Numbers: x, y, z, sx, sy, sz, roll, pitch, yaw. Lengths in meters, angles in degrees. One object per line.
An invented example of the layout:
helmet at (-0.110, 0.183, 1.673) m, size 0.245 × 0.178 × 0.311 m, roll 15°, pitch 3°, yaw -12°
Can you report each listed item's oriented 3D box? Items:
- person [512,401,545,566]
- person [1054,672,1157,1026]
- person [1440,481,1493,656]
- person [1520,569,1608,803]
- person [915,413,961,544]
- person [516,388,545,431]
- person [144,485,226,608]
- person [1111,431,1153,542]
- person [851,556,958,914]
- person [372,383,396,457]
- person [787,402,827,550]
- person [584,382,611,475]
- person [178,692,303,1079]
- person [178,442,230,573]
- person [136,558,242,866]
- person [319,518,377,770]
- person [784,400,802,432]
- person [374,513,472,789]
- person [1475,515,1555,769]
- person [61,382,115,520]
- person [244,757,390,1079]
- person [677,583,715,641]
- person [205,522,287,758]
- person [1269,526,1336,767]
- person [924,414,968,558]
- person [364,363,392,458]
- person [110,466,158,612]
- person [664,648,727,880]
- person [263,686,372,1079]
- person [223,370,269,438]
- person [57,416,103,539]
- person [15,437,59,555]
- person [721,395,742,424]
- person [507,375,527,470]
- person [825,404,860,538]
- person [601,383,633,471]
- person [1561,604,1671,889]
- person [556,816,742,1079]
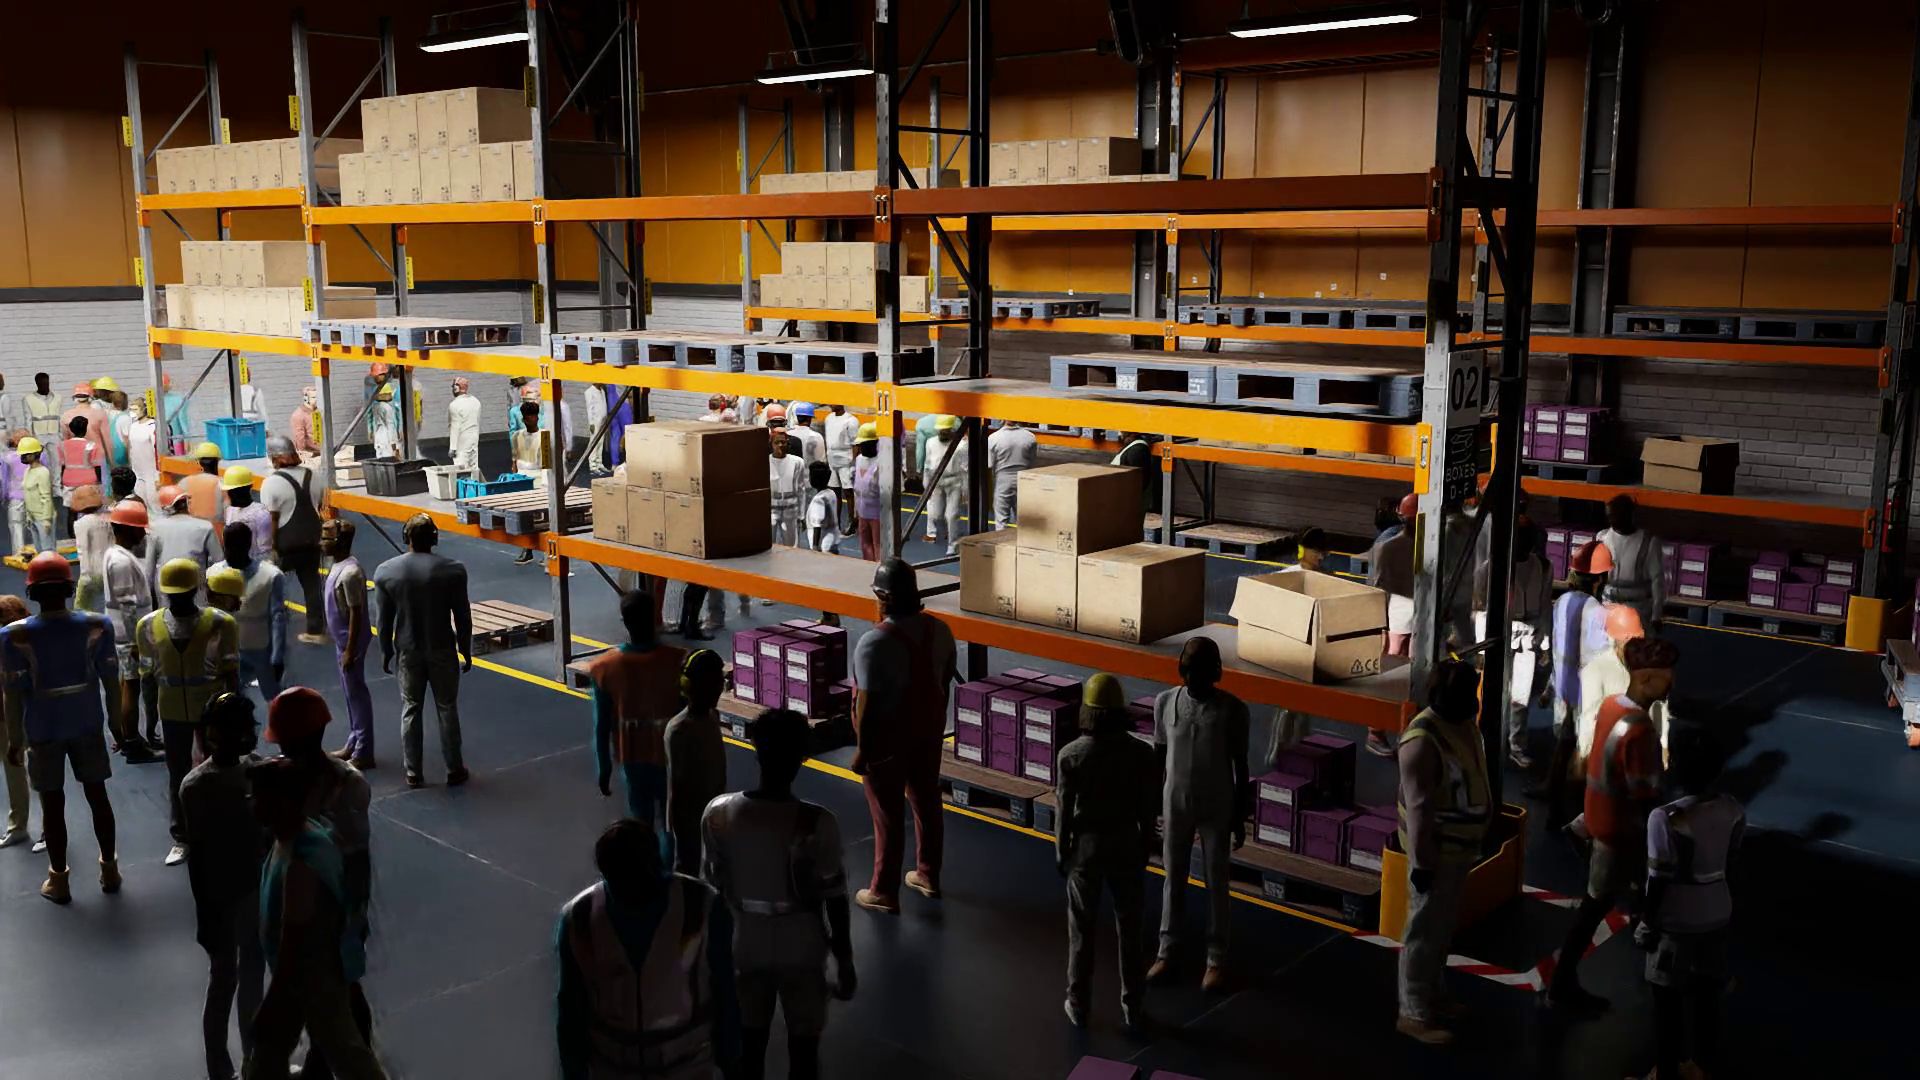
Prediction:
person at (-5.040, -0.668, 19.687) m, size 0.603 × 1.963 × 0.368 m, roll 3°, pitch 10°, yaw 16°
person at (0.704, 1.498, 8.093) m, size 0.496 × 1.734 × 0.340 m, roll 0°, pitch 10°, yaw -2°
person at (4.617, 0.301, 14.920) m, size 0.711 × 1.714 × 0.572 m, roll -4°, pitch 11°, yaw -19°
person at (4.173, 0.997, 10.955) m, size 0.907 × 1.723 × 0.524 m, roll 9°, pitch 13°, yaw 41°
person at (-0.274, -0.916, 21.155) m, size 0.627 × 1.941 × 0.371 m, roll -4°, pitch 11°, yaw -20°
person at (-5.681, -1.091, 22.266) m, size 0.644 × 1.901 × 0.401 m, roll 3°, pitch 11°, yaw 18°
person at (-6.707, 0.384, 14.429) m, size 0.692 × 1.727 × 0.471 m, roll -1°, pitch 10°, yaw -5°
person at (1.825, -0.425, 18.093) m, size 0.535 × 2.000 × 0.684 m, roll 1°, pitch 10°, yaw 5°
person at (-0.378, 1.094, 9.508) m, size 0.672 × 2.000 × 0.536 m, roll -9°, pitch 13°, yaw -41°
person at (-8.603, -1.490, 24.955) m, size 0.484 × 1.745 × 0.298 m, roll 9°, pitch 14°, yaw 42°
person at (-1.836, -0.666, 19.726) m, size 0.604 × 1.946 × 0.397 m, roll 5°, pitch 11°, yaw 25°
person at (-6.005, -1.964, 27.634) m, size 0.337 × 1.742 × 0.562 m, roll 2°, pitch 10°, yaw 13°
person at (-3.185, 1.570, 7.333) m, size 0.326 × 1.863 × 0.509 m, roll 2°, pitch 10°, yaw 13°
person at (-7.356, -0.030, 16.381) m, size 0.590 × 1.861 × 1.030 m, roll -1°, pitch 10°, yaw -4°
person at (-4.684, 1.045, 10.147) m, size 0.583 × 1.918 × 0.407 m, roll -2°, pitch 10°, yaw -9°
person at (-4.425, 0.750, 12.000) m, size 0.344 × 1.847 × 0.504 m, roll -5°, pitch 11°, yaw -26°
person at (-2.391, -1.396, 23.895) m, size 0.362 × 1.930 × 0.587 m, roll -2°, pitch 10°, yaw -13°
person at (-3.724, 0.773, 11.608) m, size 0.636 × 1.938 × 0.355 m, roll -2°, pitch 10°, yaw -10°
person at (3.982, 0.742, 11.985) m, size 0.580 × 1.876 × 0.373 m, roll -2°, pitch 10°, yaw -9°
person at (-11.523, -1.091, 22.006) m, size 0.618 × 1.993 × 0.403 m, roll -1°, pitch 10°, yaw -7°
person at (-2.621, 1.741, 6.568) m, size 0.952 × 1.789 × 0.571 m, roll -6°, pitch 12°, yaw -32°
person at (-2.496, 0.034, 15.945) m, size 0.436 × 1.883 × 0.723 m, roll -3°, pitch 10°, yaw -16°
person at (-5.061, 0.781, 11.815) m, size 0.617 × 1.853 × 1.012 m, roll 1°, pitch 10°, yaw 8°
person at (2.495, 0.807, 11.708) m, size 0.547 × 1.827 × 0.834 m, roll -6°, pitch 12°, yaw -32°
person at (-0.143, -0.643, 19.962) m, size 0.619 × 1.811 × 0.540 m, roll 5°, pitch 11°, yaw 25°
person at (-10.121, -2.320, 29.244) m, size 0.658 × 1.879 × 0.772 m, roll -6°, pitch 12°, yaw -30°
person at (-7.918, 0.133, 15.942) m, size 0.322 × 1.690 × 0.532 m, roll -2°, pitch 10°, yaw -8°
person at (-1.252, 1.436, 8.074) m, size 0.325 × 1.865 × 0.516 m, roll 2°, pitch 10°, yaw 14°
person at (-2.788, 1.562, 7.188) m, size 0.543 × 1.929 × 0.386 m, roll 4°, pitch 11°, yaw 23°
person at (-11.342, -1.773, 26.230) m, size 0.805 × 1.865 × 0.546 m, roll -5°, pitch 11°, yaw -25°
person at (-10.881, -0.694, 20.614) m, size 0.530 × 1.687 × 0.325 m, roll 0°, pitch 10°, yaw -1°
person at (-9.844, -0.225, 17.766) m, size 0.527 × 1.761 × 0.340 m, roll 9°, pitch 13°, yaw 42°
person at (-3.352, -1.342, 24.414) m, size 0.307 × 1.641 × 0.513 m, roll 2°, pitch 10°, yaw 12°
person at (-7.424, -2.030, 28.054) m, size 0.490 × 1.732 × 0.320 m, roll 2°, pitch 10°, yaw 13°
person at (-1.549, -1.010, 21.612) m, size 0.374 × 1.966 × 0.608 m, roll -10°, pitch 14°, yaw -44°
person at (-5.638, -2.162, 27.916) m, size 0.682 × 2.000 × 0.537 m, roll 6°, pitch 12°, yaw 32°
person at (3.916, 1.199, 9.850) m, size 0.580 × 1.709 × 0.788 m, roll -5°, pitch 11°, yaw -28°
person at (-1.088, 1.851, 5.834) m, size 0.637 × 1.829 × 0.466 m, roll 0°, pitch 10°, yaw 0°
